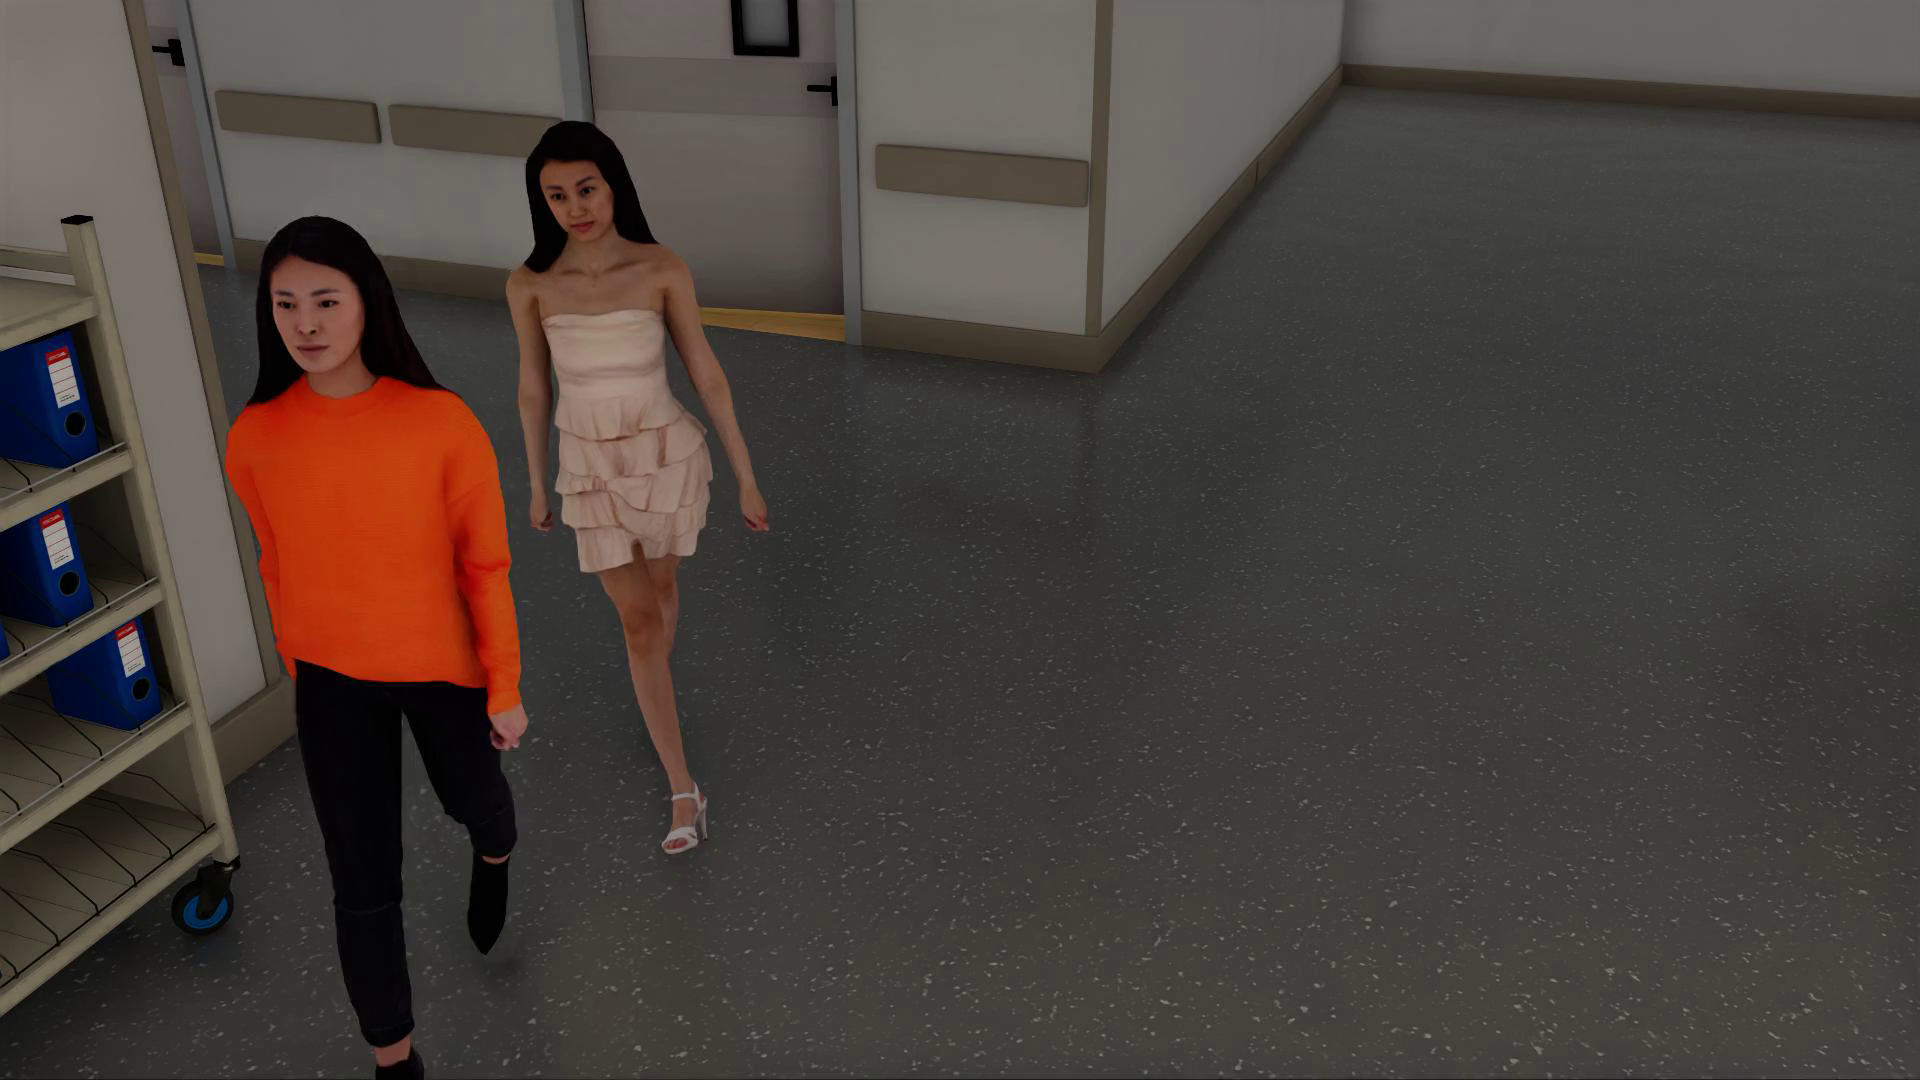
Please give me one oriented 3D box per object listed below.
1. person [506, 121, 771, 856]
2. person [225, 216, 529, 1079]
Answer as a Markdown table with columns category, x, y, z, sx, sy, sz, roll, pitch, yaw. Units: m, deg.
| category | x | y | z | sx | sy | sz | roll | pitch | yaw |
| --- | --- | --- | --- | --- | --- | --- | --- | --- | --- |
| person | -0.786 | -0.142 | 3.991 | 1.038 | 1.676 | 1.187 | -6 | 26 | -13 |
| person | -1.031 | 0.239 | 3.160 | 0.947 | 1.712 | 1.185 | -3 | 26 | -6 |
